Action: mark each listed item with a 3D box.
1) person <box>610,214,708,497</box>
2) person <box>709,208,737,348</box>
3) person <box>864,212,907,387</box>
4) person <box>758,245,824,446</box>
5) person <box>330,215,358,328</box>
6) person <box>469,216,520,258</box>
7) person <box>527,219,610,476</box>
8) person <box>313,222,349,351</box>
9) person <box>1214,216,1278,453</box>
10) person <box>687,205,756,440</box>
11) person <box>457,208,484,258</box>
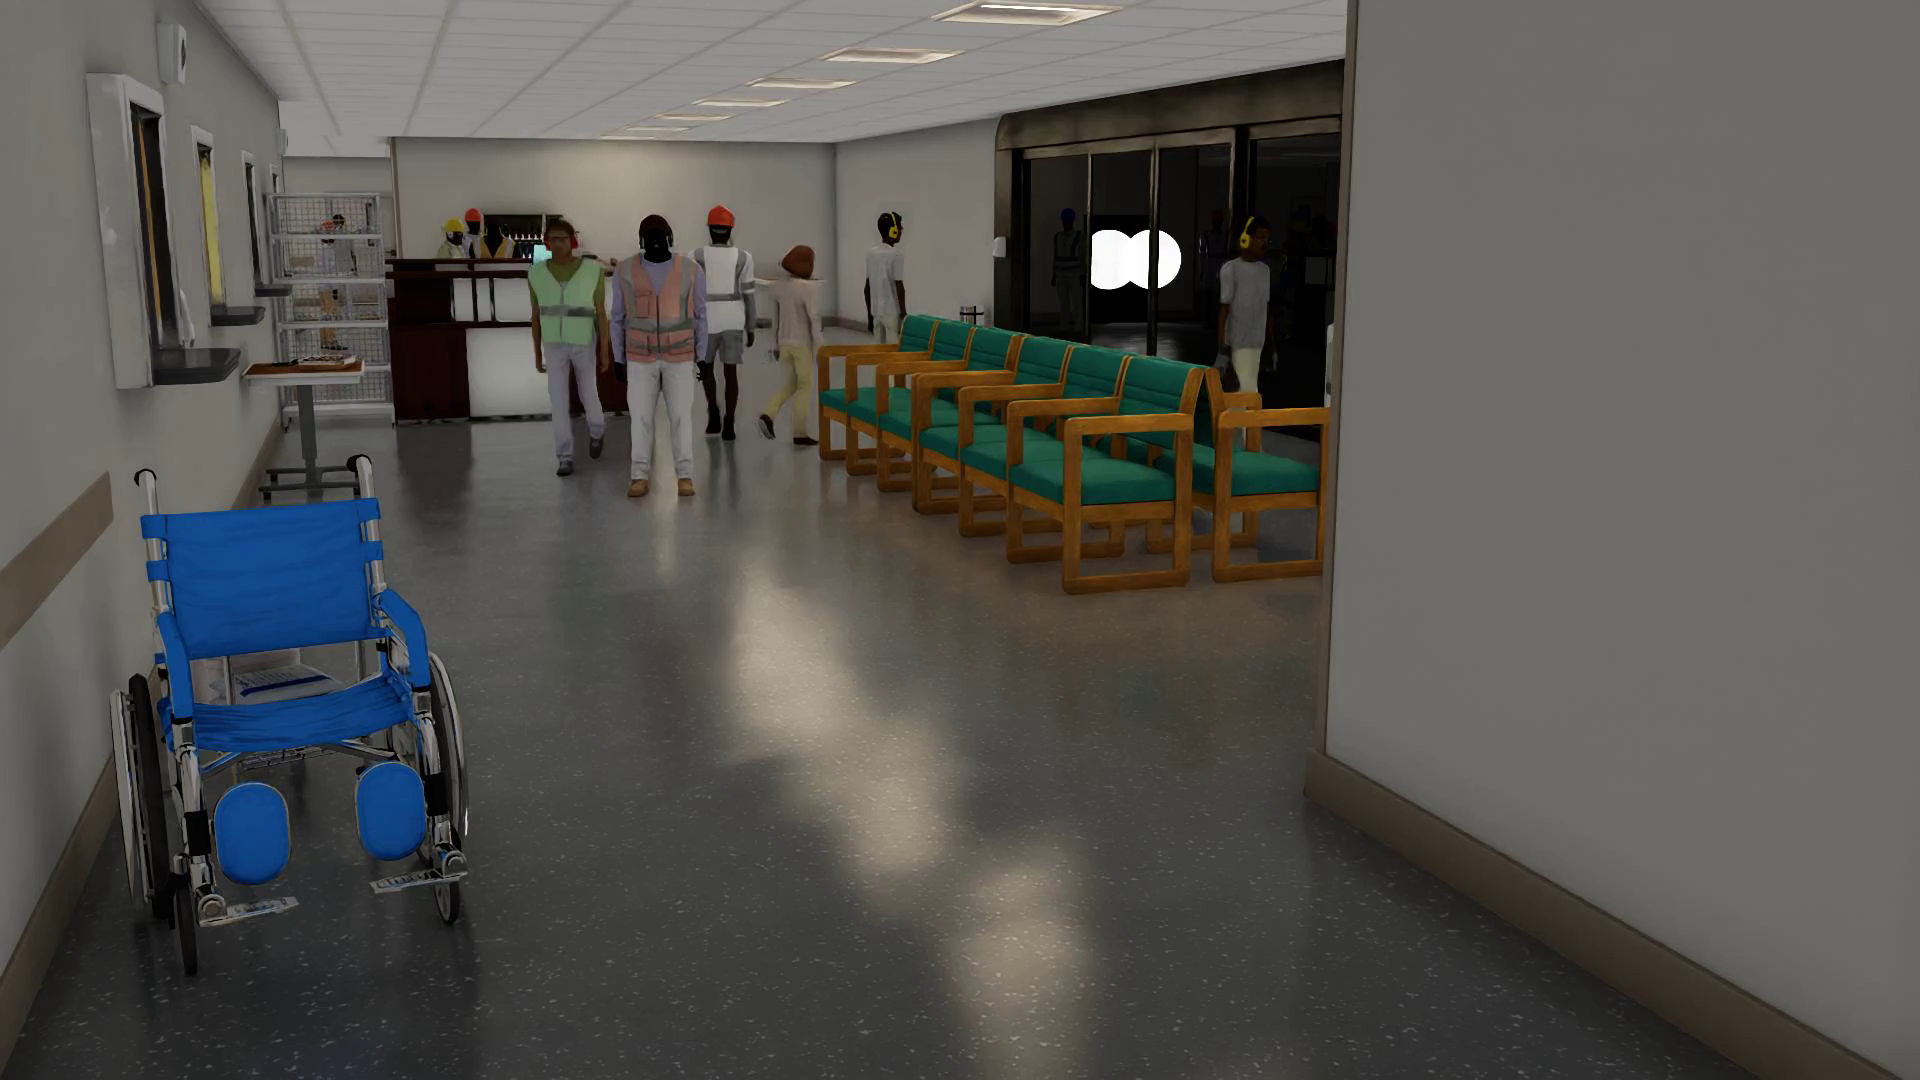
[{"bbox_3d":[-1.965,-1.196,10.895,0.633,1.841,0.429,-1,11,-7],"label":"person"},{"bbox_3d":[-3.297,-3.666,23.291,0.389,1.949,0.604,2,11,12],"label":"person"},{"bbox_3d":[-0.649,-1.999,14.943,0.313,1.869,0.528,-10,15,-41],"label":"person"},{"bbox_3d":[-1.320,-1.524,13.195,0.517,1.612,0.421,11,15,43],"label":"person"},{"bbox_3d":[-10.169,-4.413,27.346,0.520,1.865,0.332,-5,12,-26],"label":"person"},{"bbox_3d":[-5.762,-3.090,20.655,0.618,1.836,0.430,-2,11,-10],"label":"person"},{"bbox_3d":[-2.811,-1.410,12.051,0.582,1.818,0.809,-1,11,-3],"label":"person"},{"bbox_3d":[-8.641,-3.474,22.814,0.342,1.747,0.572,-9,14,-38],"label":"person"},{"bbox_3d":[2.032,-1.347,11.698,0.544,1.841,0.798,-10,15,-43],"label":"person"},{"bbox_3d":[-1.969,-1.789,13.740,0.564,1.915,0.511,-2,11,-11],"label":"person"},{"bbox_3d":[-6.795,-3.674,23.357,0.543,1.939,0.360,-11,15,-43],"label":"person"}]
